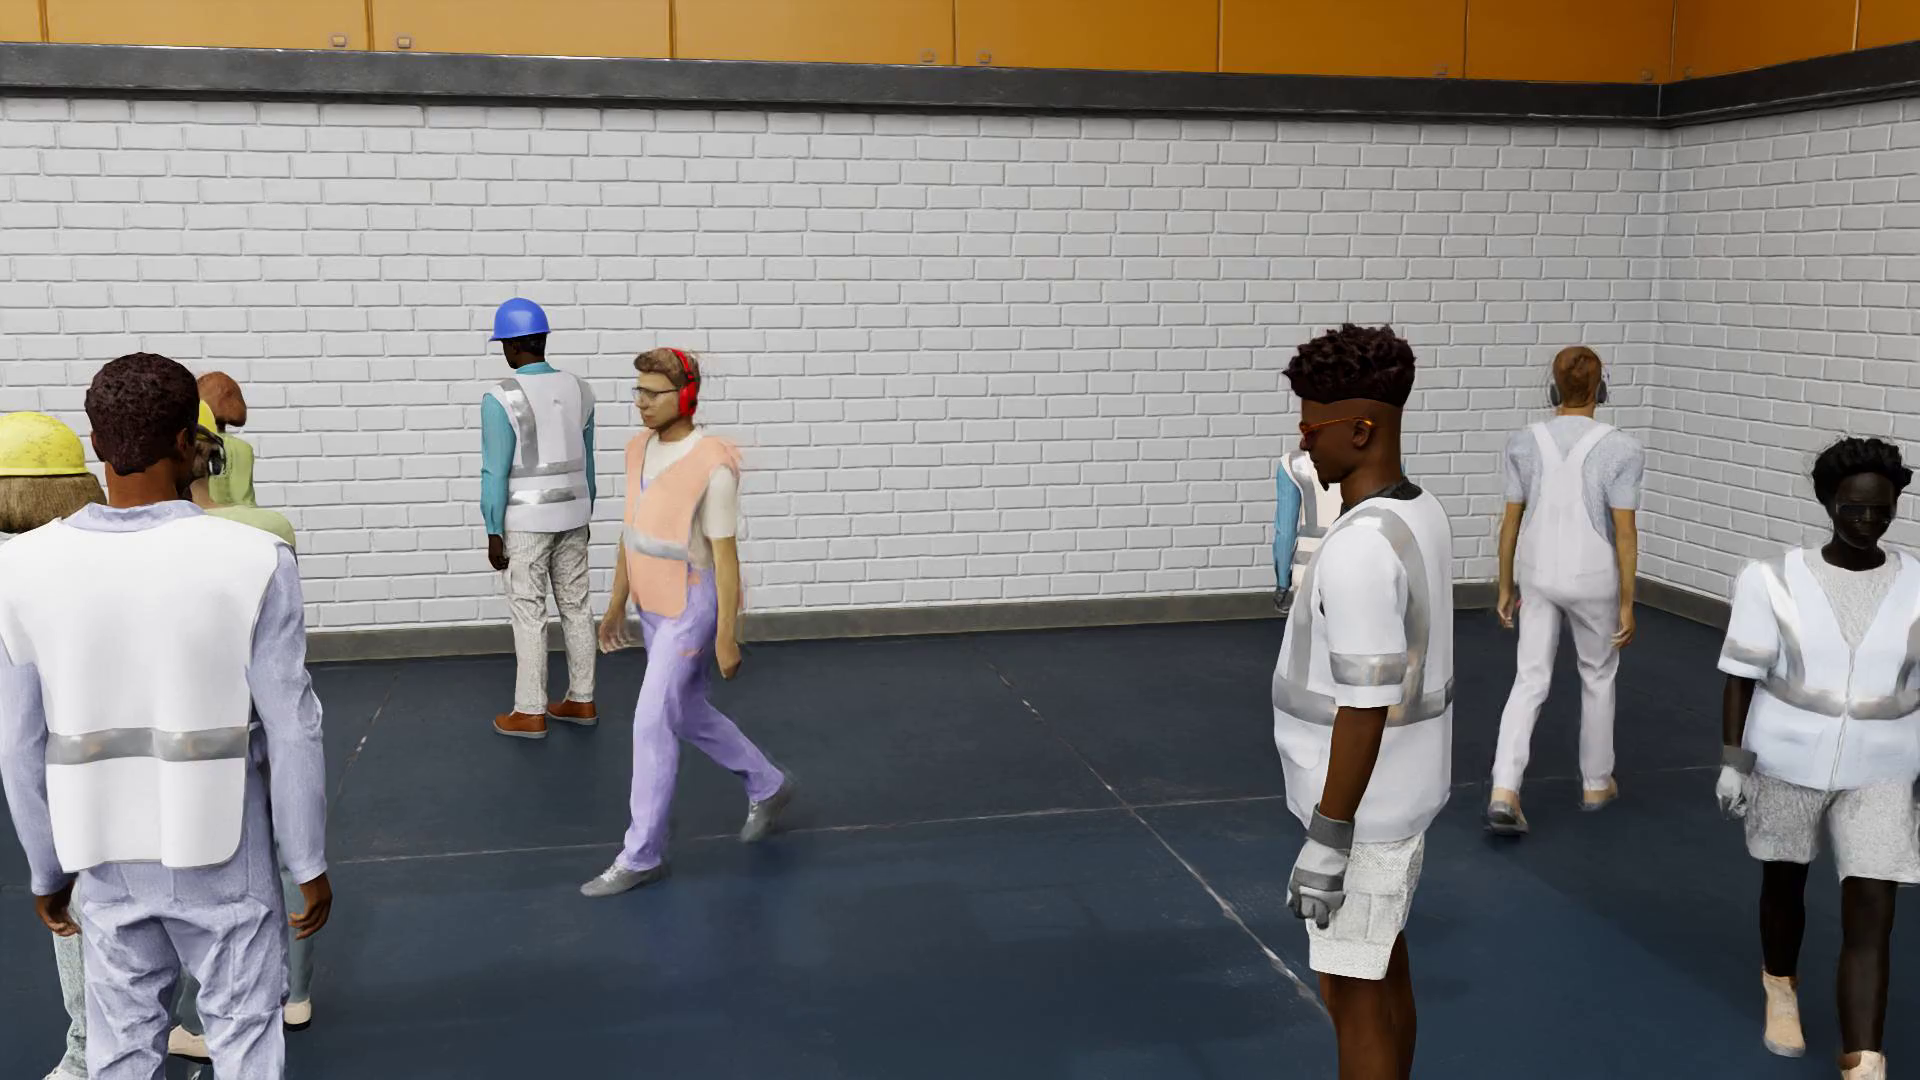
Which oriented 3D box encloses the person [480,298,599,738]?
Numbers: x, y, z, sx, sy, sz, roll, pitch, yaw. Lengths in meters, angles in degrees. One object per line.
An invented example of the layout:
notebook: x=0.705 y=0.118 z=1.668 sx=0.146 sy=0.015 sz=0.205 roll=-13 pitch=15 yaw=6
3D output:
person: x=-1.865 y=-0.094 z=7.365 sx=0.418 sy=1.939 sz=0.606 roll=7 pitch=11 yaw=36

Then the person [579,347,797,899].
person: x=-0.919 y=0.245 z=5.674 sx=0.881 sy=1.817 sz=0.566 roll=-7 pitch=12 yaw=-36

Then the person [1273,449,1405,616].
person: x=1.485 y=0.190 z=6.536 sx=0.511 sy=1.641 sz=0.309 roll=1 pitch=9 yaw=8

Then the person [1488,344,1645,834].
person: x=2.223 y=0.182 z=6.127 sx=0.524 sy=1.799 sz=0.929 roll=7 pitch=12 yaw=36

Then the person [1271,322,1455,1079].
person: x=0.830 y=0.532 z=3.485 sx=0.368 sy=1.959 sz=0.602 roll=4 pitch=10 yaw=24

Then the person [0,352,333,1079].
person: x=-1.509 y=0.603 z=3.190 sx=0.589 sy=1.914 sz=0.392 roll=-1 pitch=9 yaw=-3

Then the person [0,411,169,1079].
person: x=-2.117 y=0.567 z=3.922 sx=0.483 sy=1.745 sz=0.299 roll=8 pitch=12 yaw=41

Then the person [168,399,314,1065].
person: x=-1.981 y=0.487 z=4.371 sx=0.337 sy=1.759 sz=0.525 roll=9 pitch=13 yaw=44

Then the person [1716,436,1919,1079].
person: x=2.148 y=0.580 z=4.087 sx=0.552 sy=1.650 sz=0.842 roll=4 pitch=10 yaw=21
